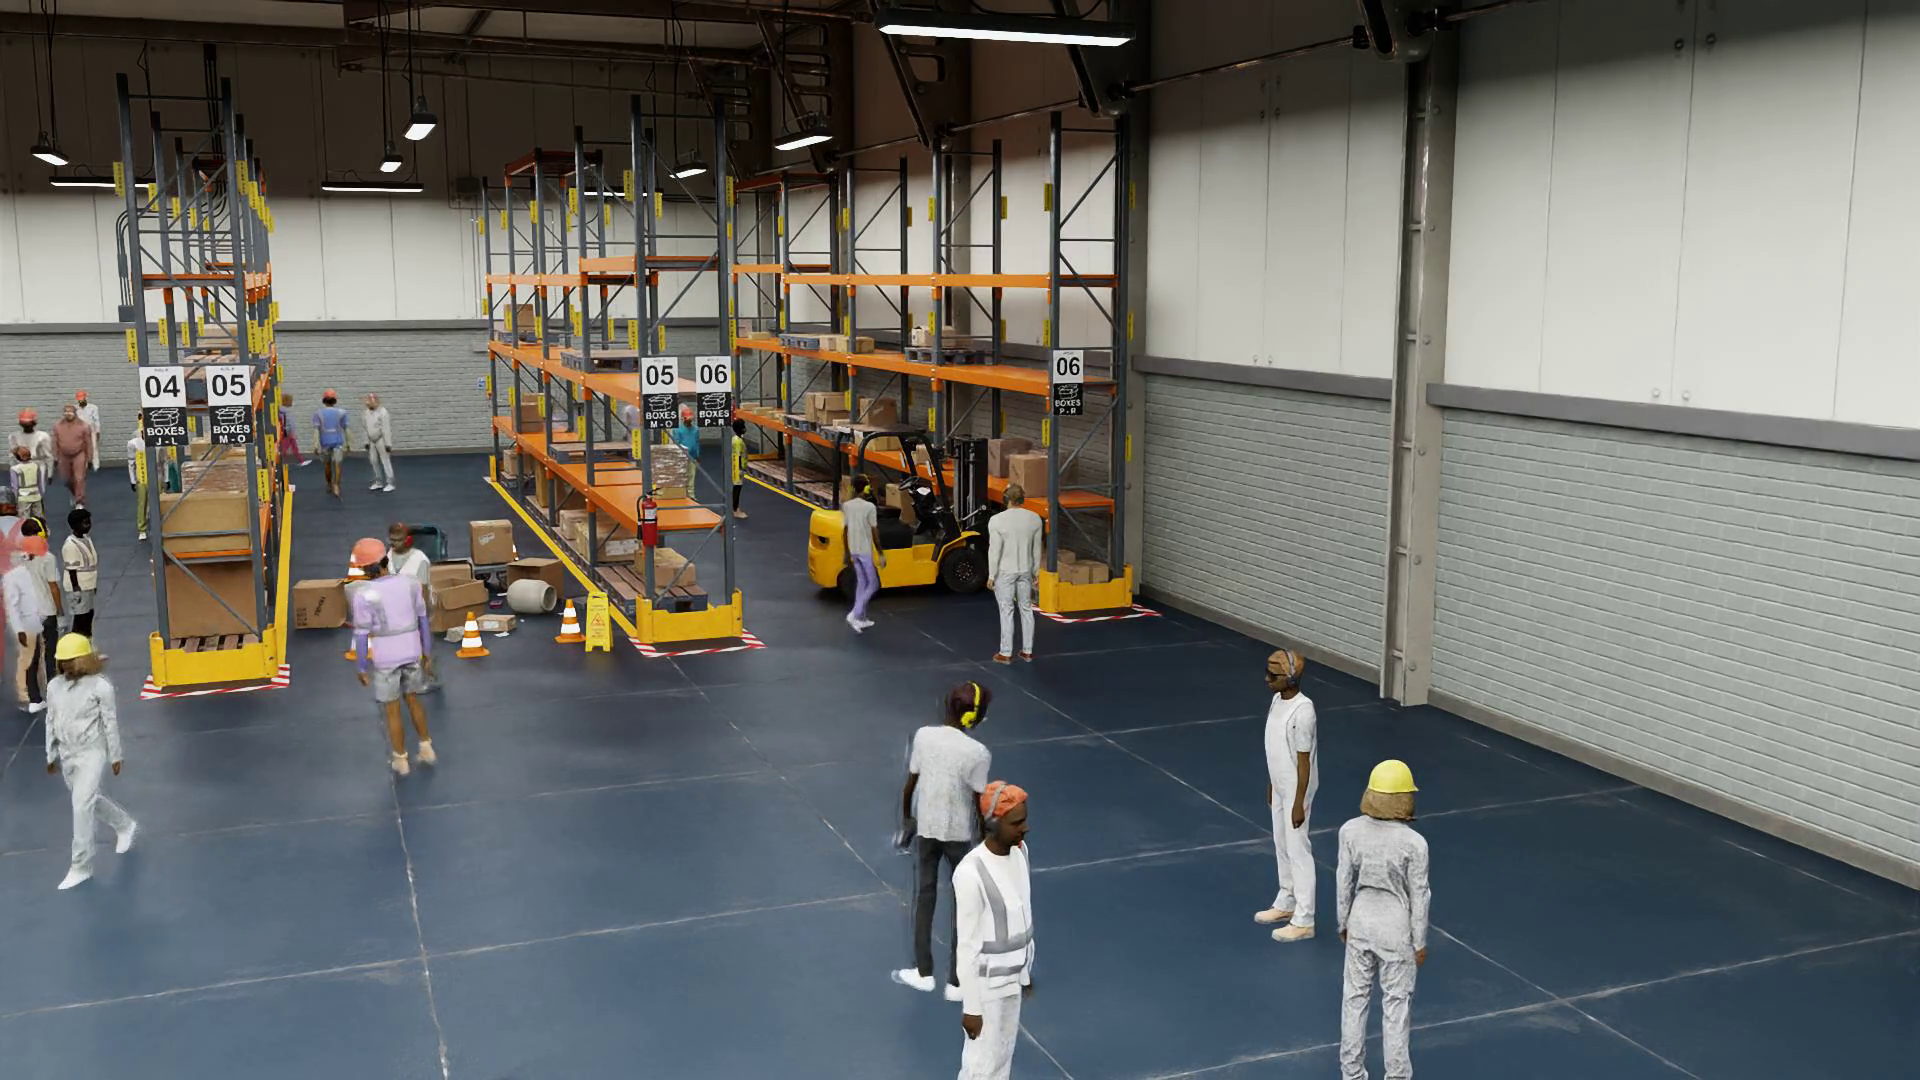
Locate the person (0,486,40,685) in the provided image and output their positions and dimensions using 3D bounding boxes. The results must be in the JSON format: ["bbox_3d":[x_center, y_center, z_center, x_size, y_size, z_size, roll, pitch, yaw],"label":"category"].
[{"bbox_3d":[-9.625,0.448,16.830,0.685,2.000,0.535,-6,11,-34],"label":"person"}]

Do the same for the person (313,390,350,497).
[{"bbox_3d":[-11.822,-1.827,31.321,0.636,1.983,1.066,-4,10,-23],"label":"person"}]

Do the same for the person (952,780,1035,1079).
[{"bbox_3d":[0.160,2.003,7.528,0.337,1.883,0.584,4,10,26],"label":"person"}]

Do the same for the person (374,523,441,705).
[{"bbox_3d":[-5.343,0.702,16.076,0.571,1.765,0.982,3,10,20],"label":"person"}]

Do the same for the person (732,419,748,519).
[{"bbox_3d":[-3.773,-1.214,28.366,0.319,1.695,0.539,-2,9,-11],"label":"person"}]

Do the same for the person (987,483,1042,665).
[{"bbox_3d":[0.575,0.358,17.714,0.636,1.938,0.355,-4,10,-26],"label":"person"}]

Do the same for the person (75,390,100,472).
[{"bbox_3d":[-18.400,-2.285,34.982,0.577,1.737,0.355,-2,9,-10],"label":"person"}]

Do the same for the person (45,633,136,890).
[{"bbox_3d":[-6.023,1.459,11.509,0.487,1.719,0.837,2,9,13],"label":"person"}]

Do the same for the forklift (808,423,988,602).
[{"bbox_3d":[-0.830,-0.399,21.676,2.313,2.155,1.214,-4,10,-21],"label":"forklift"}]

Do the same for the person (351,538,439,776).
[{"bbox_3d":[-4.678,0.969,13.699,0.436,2.018,0.660,8,12,40],"label":"person"}]

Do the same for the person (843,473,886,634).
[{"bbox_3d":[-1.145,0.157,19.264,0.548,1.851,0.610,8,12,42],"label":"person"}]

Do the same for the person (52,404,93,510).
[{"bbox_3d":[-15.618,-1.463,29.304,0.665,1.893,0.489,-2,9,-10],"label":"person"}]

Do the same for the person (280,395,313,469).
[{"bbox_3d":[-14.294,-2.316,35.636,0.825,1.586,0.519,-6,11,-34],"label":"person"}]

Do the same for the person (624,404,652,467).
[{"bbox_3d":[-6.644,-2.201,34.288,0.598,1.801,0.879,0,9,-3],"label":"person"}]

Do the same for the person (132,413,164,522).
[{"bbox_3d":[-13.650,-1.240,27.986,0.534,1.869,0.315,-1,9,-7],"label":"person"}]

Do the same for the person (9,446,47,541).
[{"bbox_3d":[-13.722,-0.567,24.481,0.310,1.636,0.523,3,10,21],"label":"person"}]

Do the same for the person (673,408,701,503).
[{"bbox_3d":[-4.925,-1.524,30.142,0.343,1.749,0.573,9,12,43],"label":"person"}]

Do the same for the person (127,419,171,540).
[{"bbox_3d":[-12.714,-0.966,26.103,0.585,1.921,0.383,-7,11,-36],"label":"person"}]

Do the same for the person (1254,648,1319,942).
[{"bbox_3d":[2.053,1.575,10.394,0.351,1.837,0.503,-2,9,-10],"label":"person"}]

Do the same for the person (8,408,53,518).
[{"bbox_3d":[-14.819,-1.093,26.560,0.626,2.032,0.548,-2,9,-12],"label":"person"}]

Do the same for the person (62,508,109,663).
[{"bbox_3d":[-9.301,0.500,17.612,0.319,1.690,0.540,-1,9,-9],"label":"person"}]

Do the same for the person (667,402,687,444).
[{"bbox_3d":[-6.144,-2.407,36.073,0.499,1.632,0.285,-4,10,-23],"label":"person"}]

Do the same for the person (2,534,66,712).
[{"bbox_3d":[-8.659,0.797,15.646,0.769,1.711,0.574,6,11,31],"label":"person"}]

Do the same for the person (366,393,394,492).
[{"bbox_3d":[-11.129,-1.867,31.894,0.720,1.889,0.404,8,12,40],"label":"person"}]

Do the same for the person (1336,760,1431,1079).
[{"bbox_3d":[2.119,1.951,8.314,0.485,1.739,0.314,8,12,42],"label":"person"}]

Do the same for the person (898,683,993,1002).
[{"bbox_3d":[-0.090,1.710,9.555,0.661,1.837,0.343,4,10,25],"label":"person"}]

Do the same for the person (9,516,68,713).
[{"bbox_3d":[-8.682,0.708,15.722,0.518,1.874,0.329,2,9,13],"label":"person"}]
